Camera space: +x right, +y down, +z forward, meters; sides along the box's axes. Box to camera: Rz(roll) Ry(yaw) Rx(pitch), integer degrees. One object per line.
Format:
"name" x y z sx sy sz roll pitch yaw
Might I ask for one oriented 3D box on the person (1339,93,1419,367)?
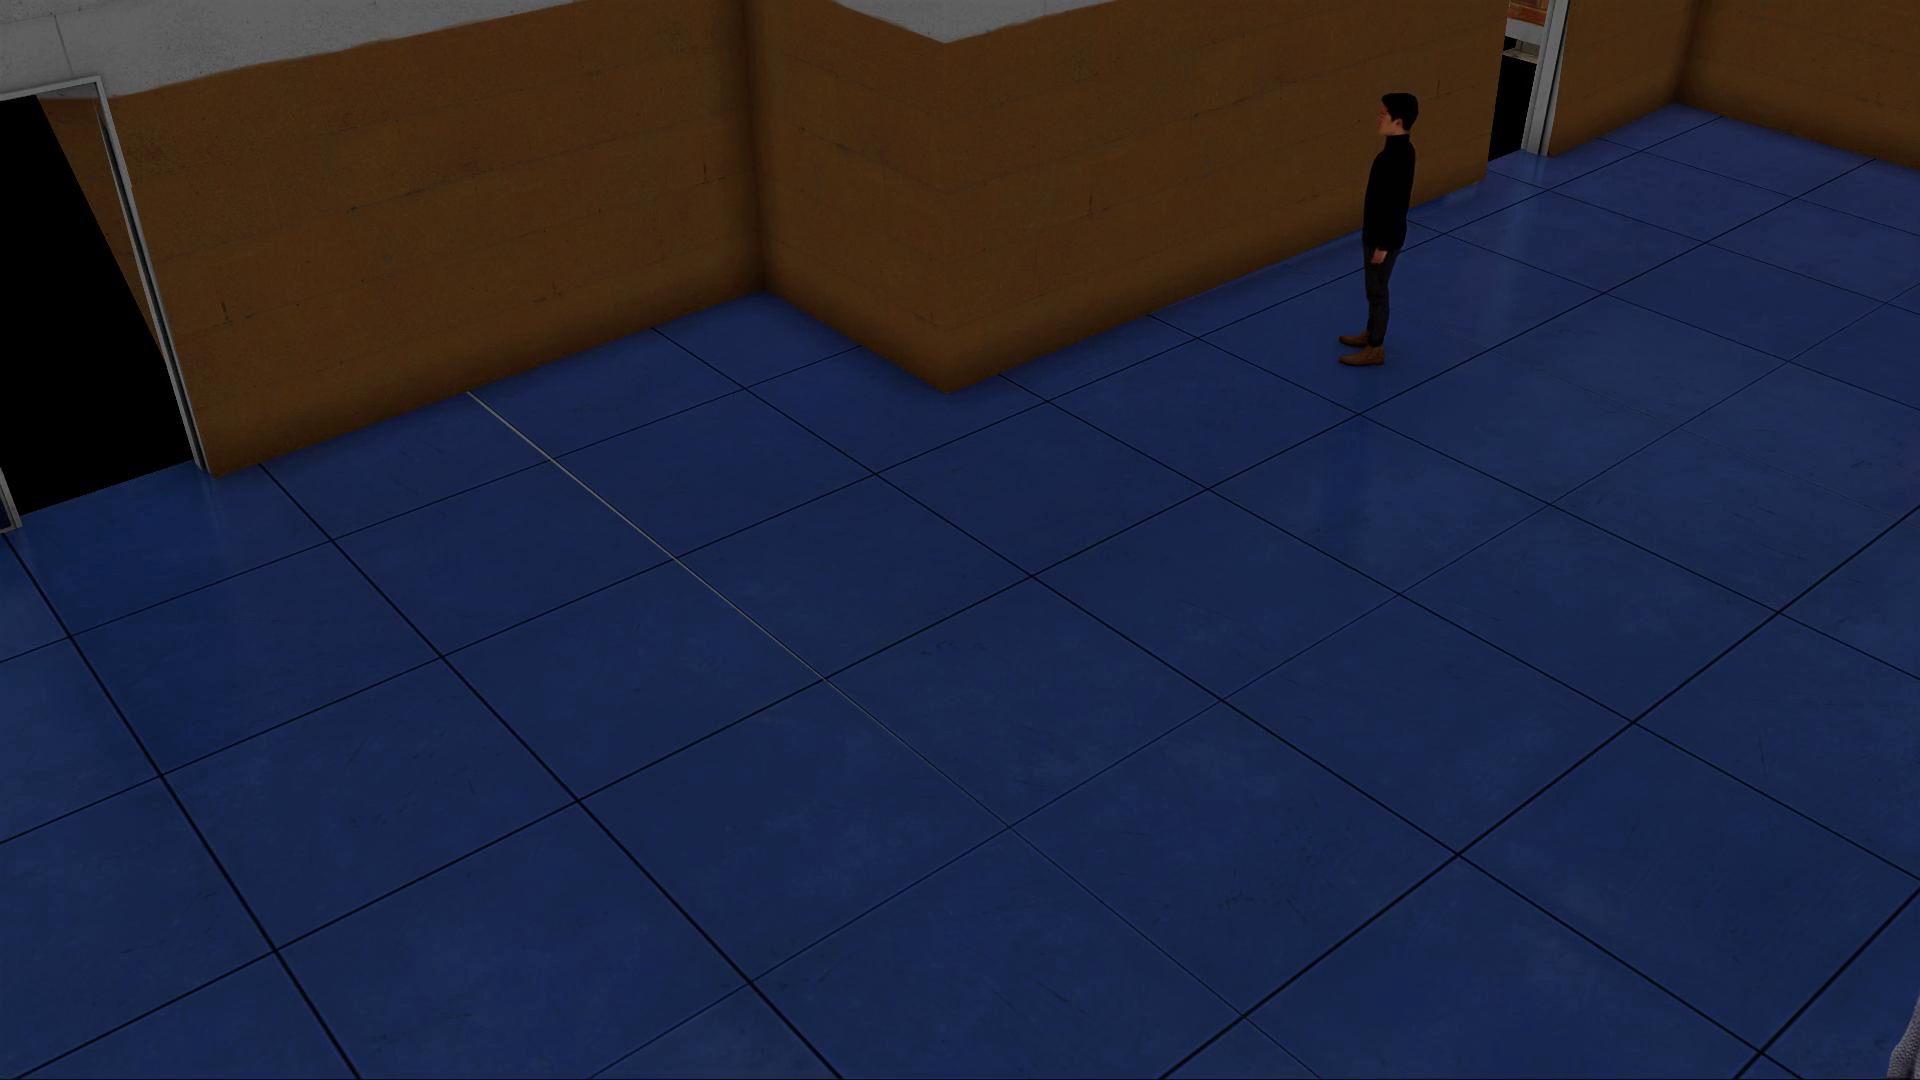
"person" 2.608 -1.907 10.245 0.748 1.723 0.724 7 34 10
